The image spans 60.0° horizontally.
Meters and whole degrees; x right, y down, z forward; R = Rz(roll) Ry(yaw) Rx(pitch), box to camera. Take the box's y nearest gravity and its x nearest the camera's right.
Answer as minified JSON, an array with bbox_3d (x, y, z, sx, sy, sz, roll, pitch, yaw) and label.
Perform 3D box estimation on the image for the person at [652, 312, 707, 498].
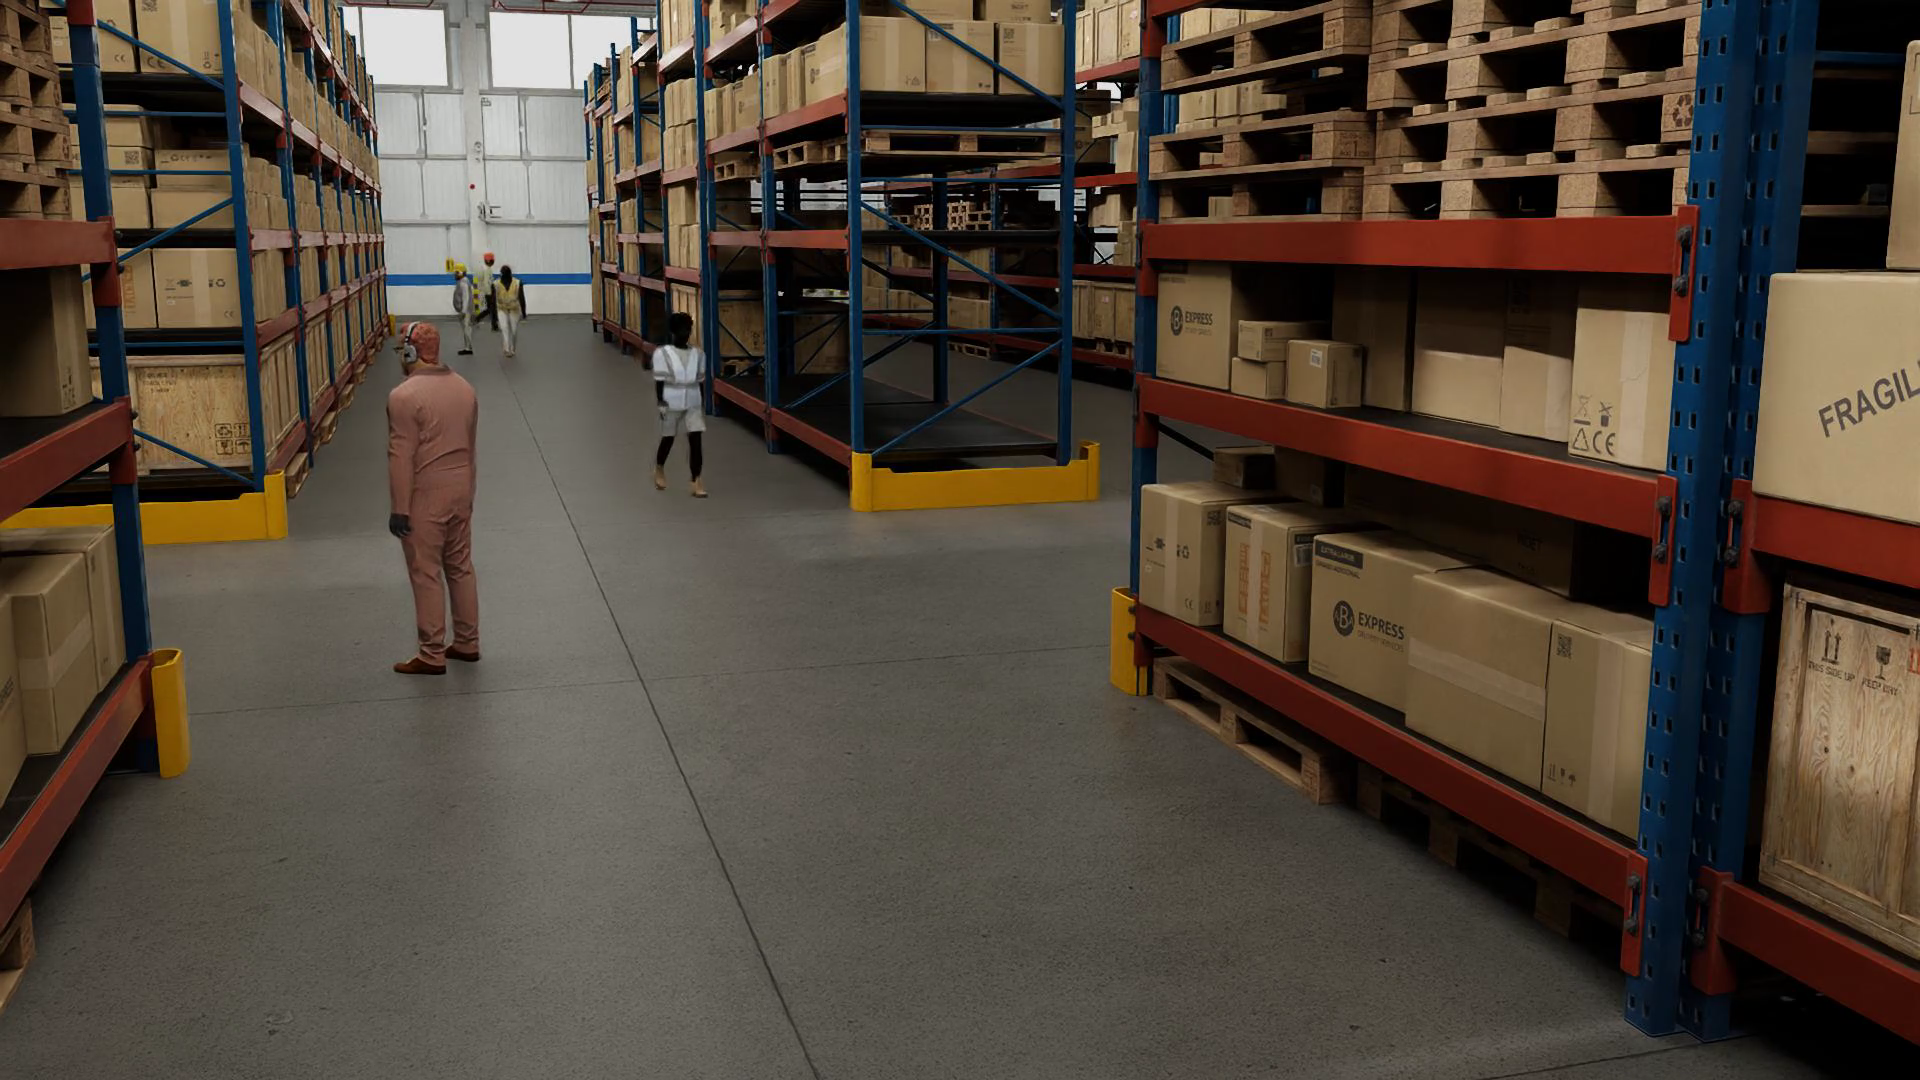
[{"bbox_3d":[-2.570,-1.244,15.175,0.530,1.675,0.760,-6,12,-29],"label":"person"}]

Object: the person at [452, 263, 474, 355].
[{"bbox_3d":[-9.887,-4.591,33.106,0.404,1.834,0.591,-3,11,-15],"label":"person"}]

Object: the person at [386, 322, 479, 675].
[{"bbox_3d":[-2.875,-0.228,9.021,0.399,1.899,0.646,4,11,19],"label":"person"}]

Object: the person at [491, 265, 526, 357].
[{"bbox_3d":[-8.917,-4.524,32.837,0.632,1.809,0.905,-4,11,-19],"label":"person"}]

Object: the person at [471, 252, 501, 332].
[{"bbox_3d":[-11.646,-6.087,40.925,0.679,1.972,0.629,-3,11,-17],"label":"person"}]

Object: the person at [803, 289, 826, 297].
[{"bbox_3d":[-2.521,-3.664,28.247,0.542,1.755,0.441,-3,11,-18],"label":"person"}]
